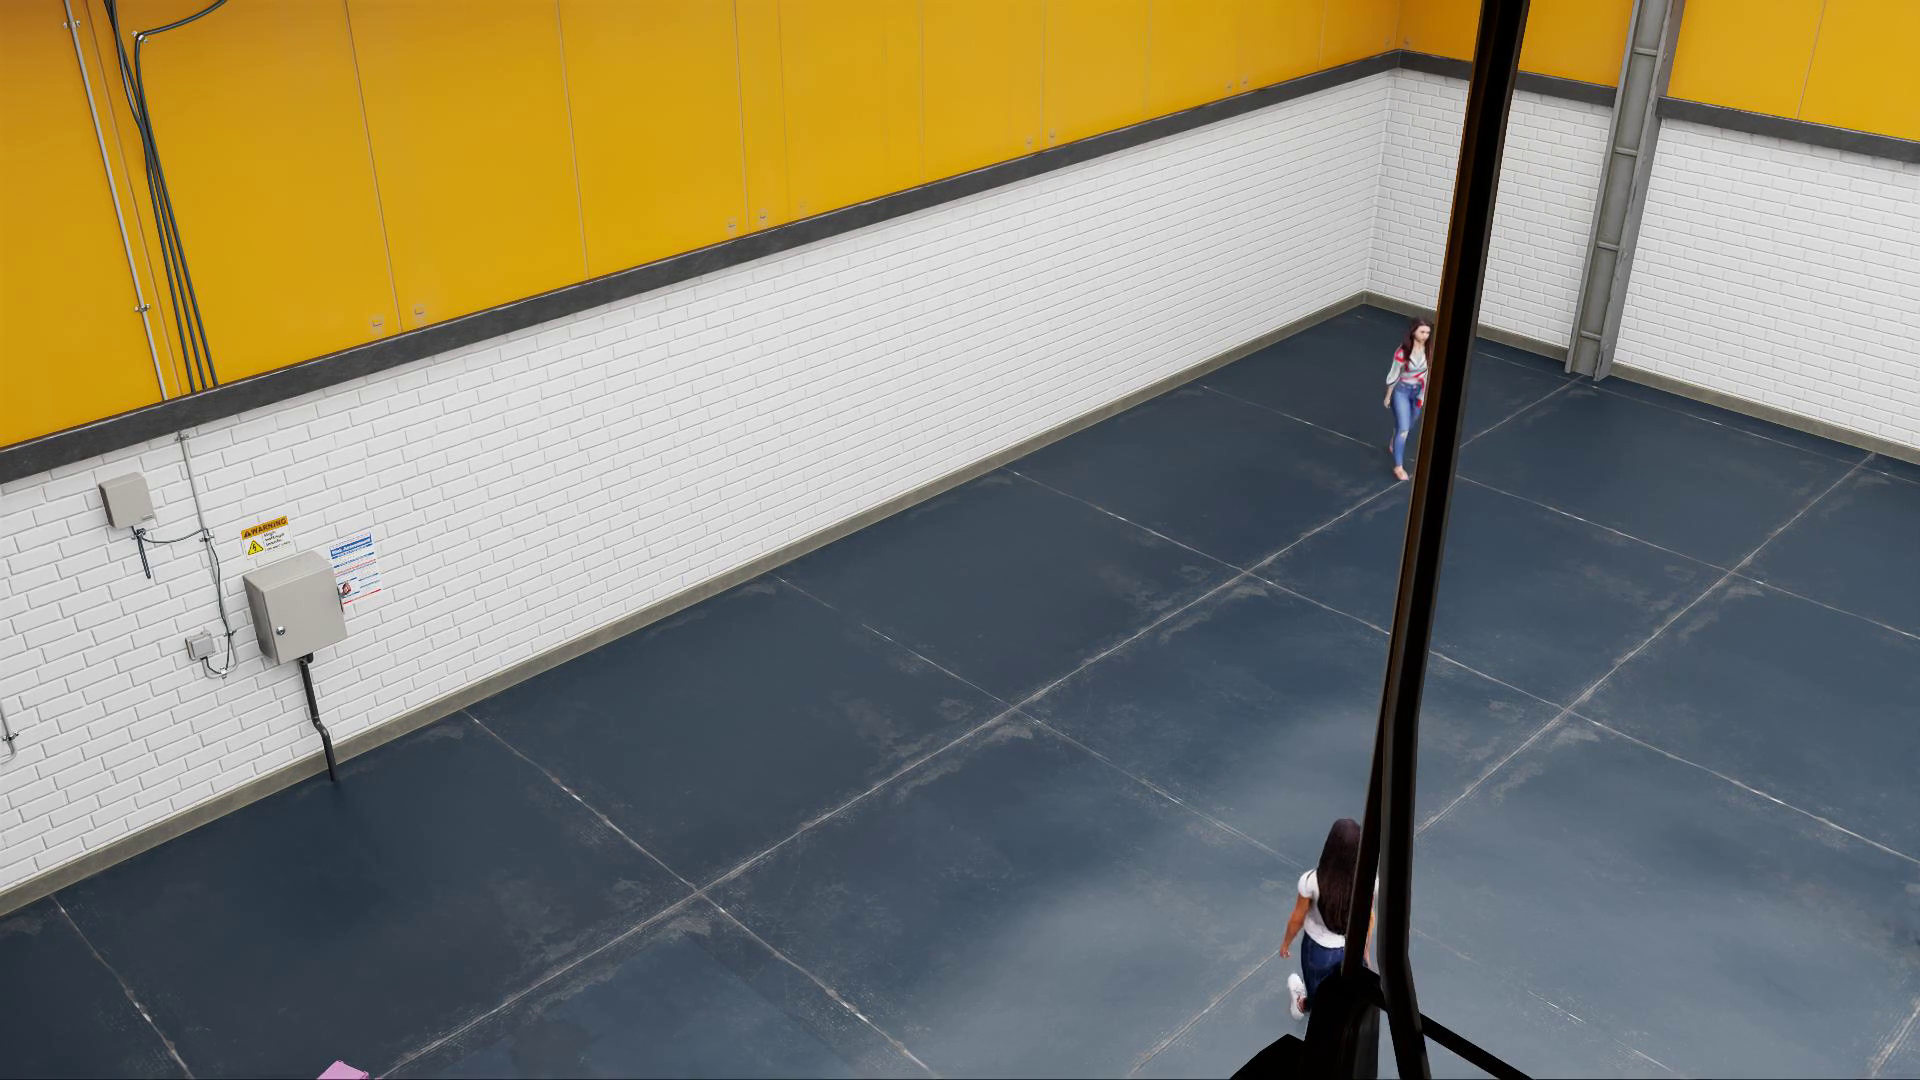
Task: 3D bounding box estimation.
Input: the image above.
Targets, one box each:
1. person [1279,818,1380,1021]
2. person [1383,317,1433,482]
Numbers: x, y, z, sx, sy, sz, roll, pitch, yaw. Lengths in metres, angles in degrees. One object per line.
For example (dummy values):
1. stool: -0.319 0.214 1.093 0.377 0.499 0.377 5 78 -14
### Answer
1. person: 2.036 2.315 8.992 0.990 1.738 1.169 -6 29 -11
2. person: 4.296 -1.425 16.015 1.029 1.580 1.126 -1 29 -2
